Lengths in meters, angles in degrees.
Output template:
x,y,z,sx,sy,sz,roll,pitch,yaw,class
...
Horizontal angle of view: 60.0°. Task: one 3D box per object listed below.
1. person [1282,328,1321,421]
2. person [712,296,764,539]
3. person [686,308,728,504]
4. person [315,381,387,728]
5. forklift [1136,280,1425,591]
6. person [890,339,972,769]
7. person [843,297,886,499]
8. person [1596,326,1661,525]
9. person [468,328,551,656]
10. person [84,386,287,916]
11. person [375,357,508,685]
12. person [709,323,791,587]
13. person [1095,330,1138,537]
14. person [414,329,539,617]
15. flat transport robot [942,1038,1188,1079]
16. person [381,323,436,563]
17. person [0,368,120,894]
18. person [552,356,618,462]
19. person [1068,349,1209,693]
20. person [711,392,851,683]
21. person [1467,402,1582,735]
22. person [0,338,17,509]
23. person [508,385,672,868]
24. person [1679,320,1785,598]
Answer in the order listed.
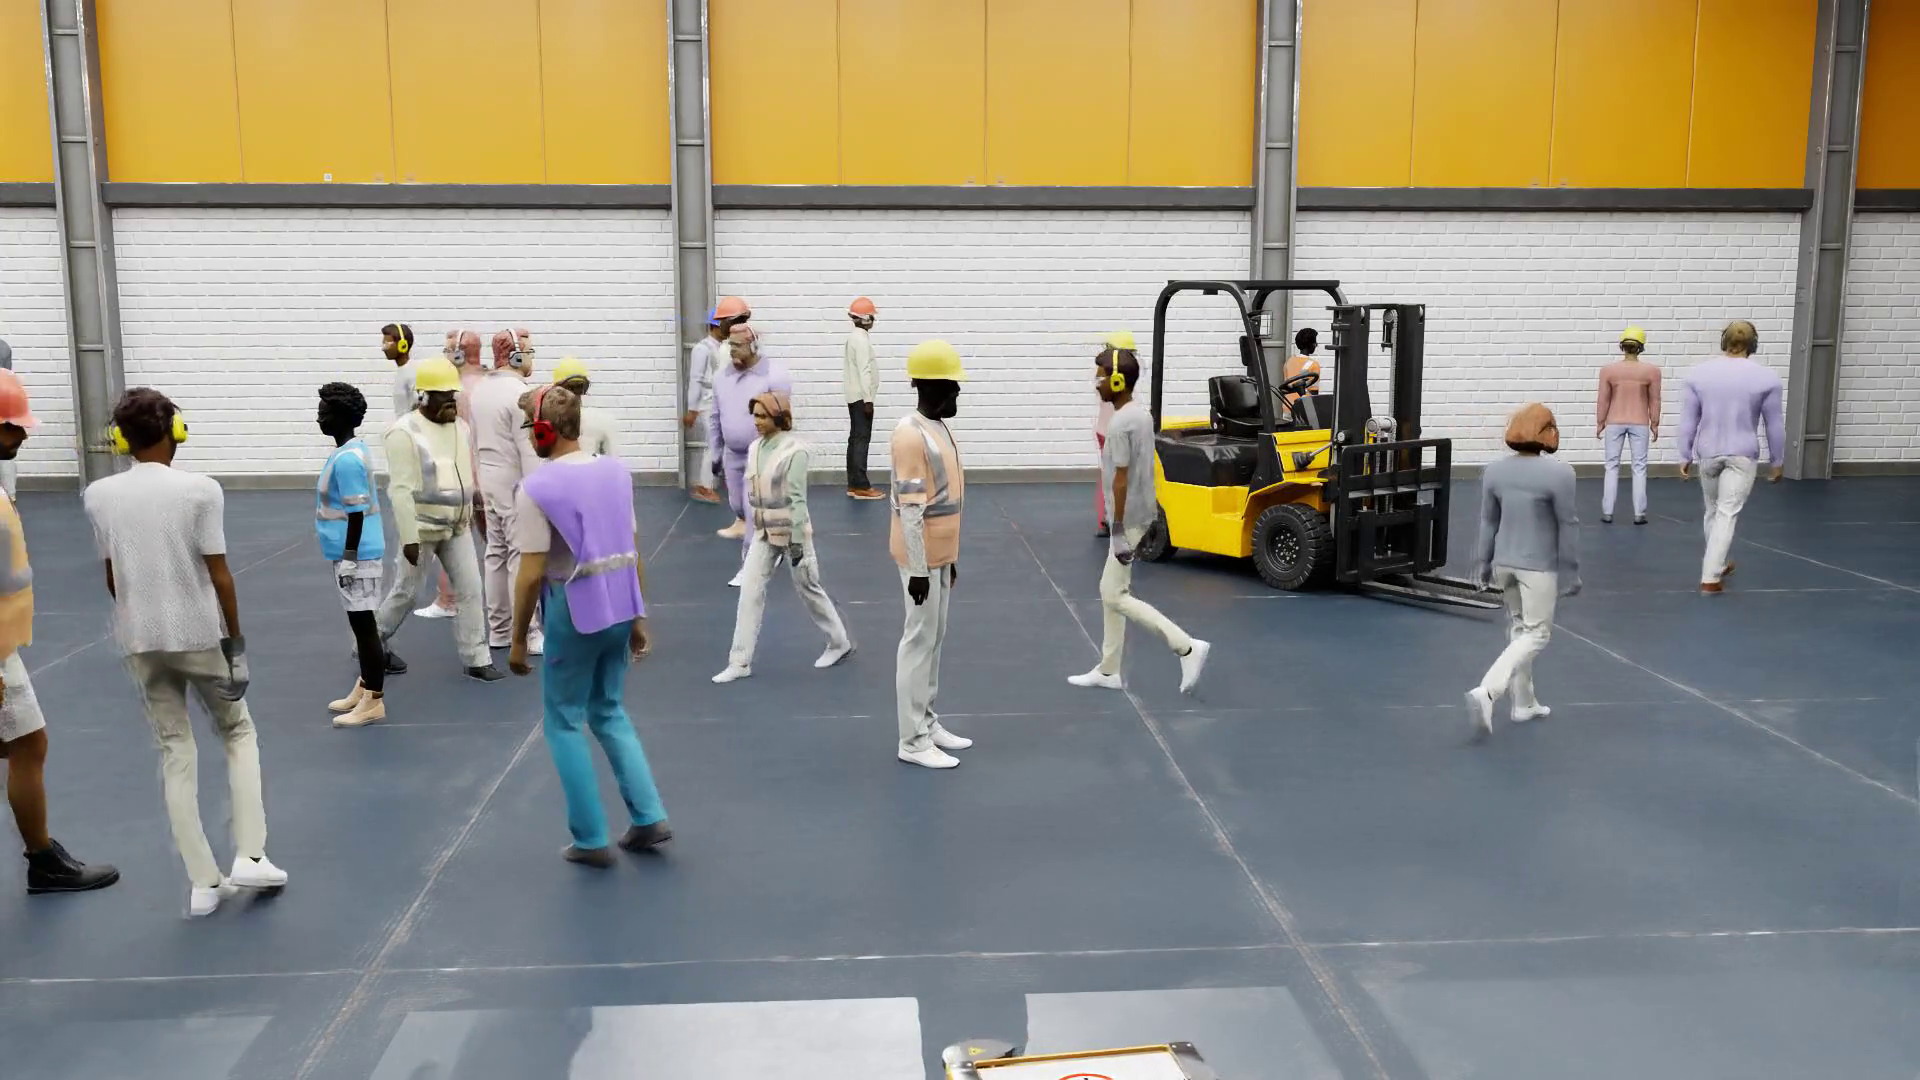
x,y,z,sx,sy,sz,roll,pitch,yaw,class
3.454,-1.298,16.810,0.322,1.689,0.530,-4,10,-25,person
-1.887,-1.026,14.002,0.396,2.038,0.614,3,10,19,person
-2.373,-1.291,16.073,0.521,1.913,0.615,3,9,17,person
-3.003,0.068,8.206,0.318,1.697,0.536,-4,10,-22,person
2.301,-0.860,12.475,1.214,2.155,2.313,-6,11,-35,forklift
-0.127,0.058,7.549,0.366,1.926,0.593,2,9,12,person
-0.965,-1.403,16.509,0.381,1.994,0.622,-3,9,-16,person
5.952,-1.020,14.825,0.533,1.767,0.326,4,10,23,person
-2.587,-0.279,9.731,0.401,1.910,0.642,-8,12,-41,person
-2.729,0.381,5.836,0.582,1.828,0.528,0,9,-1,person
-2.924,-0.102,9.025,0.883,1.790,0.624,4,10,25,person
-1.478,-0.635,12.076,0.653,1.880,0.798,5,10,28,person
1.329,-0.878,13.957,0.382,1.751,0.540,-2,9,-14,person
-3.082,-0.419,10.711,0.867,1.881,0.649,1,9,7,person
0.389,1.494,3.719,0.652,0.197,1.431,-2,9,-11,flat transport robot
-4.222,-0.726,12.718,0.391,1.855,0.532,-3,10,-21,person
-3.460,0.357,5.770,0.778,1.905,0.586,-4,10,-25,person
-2.271,-0.239,10.034,0.522,1.728,0.849,-6,11,-35,person
0.942,-0.083,8.733,0.732,1.840,0.519,4,10,23,person
-0.947,-0.029,9.178,0.522,1.593,0.860,9,13,44,person
2.699,0.135,8.047,0.695,1.607,0.501,-6,11,-32,person
-9.092,-1.204,15.450,0.378,1.937,0.628,4,10,25,person
-1.409,0.340,6.203,0.466,1.821,0.589,5,10,29,person
5.419,-0.575,11.614,0.647,1.892,0.968,8,12,41,person
